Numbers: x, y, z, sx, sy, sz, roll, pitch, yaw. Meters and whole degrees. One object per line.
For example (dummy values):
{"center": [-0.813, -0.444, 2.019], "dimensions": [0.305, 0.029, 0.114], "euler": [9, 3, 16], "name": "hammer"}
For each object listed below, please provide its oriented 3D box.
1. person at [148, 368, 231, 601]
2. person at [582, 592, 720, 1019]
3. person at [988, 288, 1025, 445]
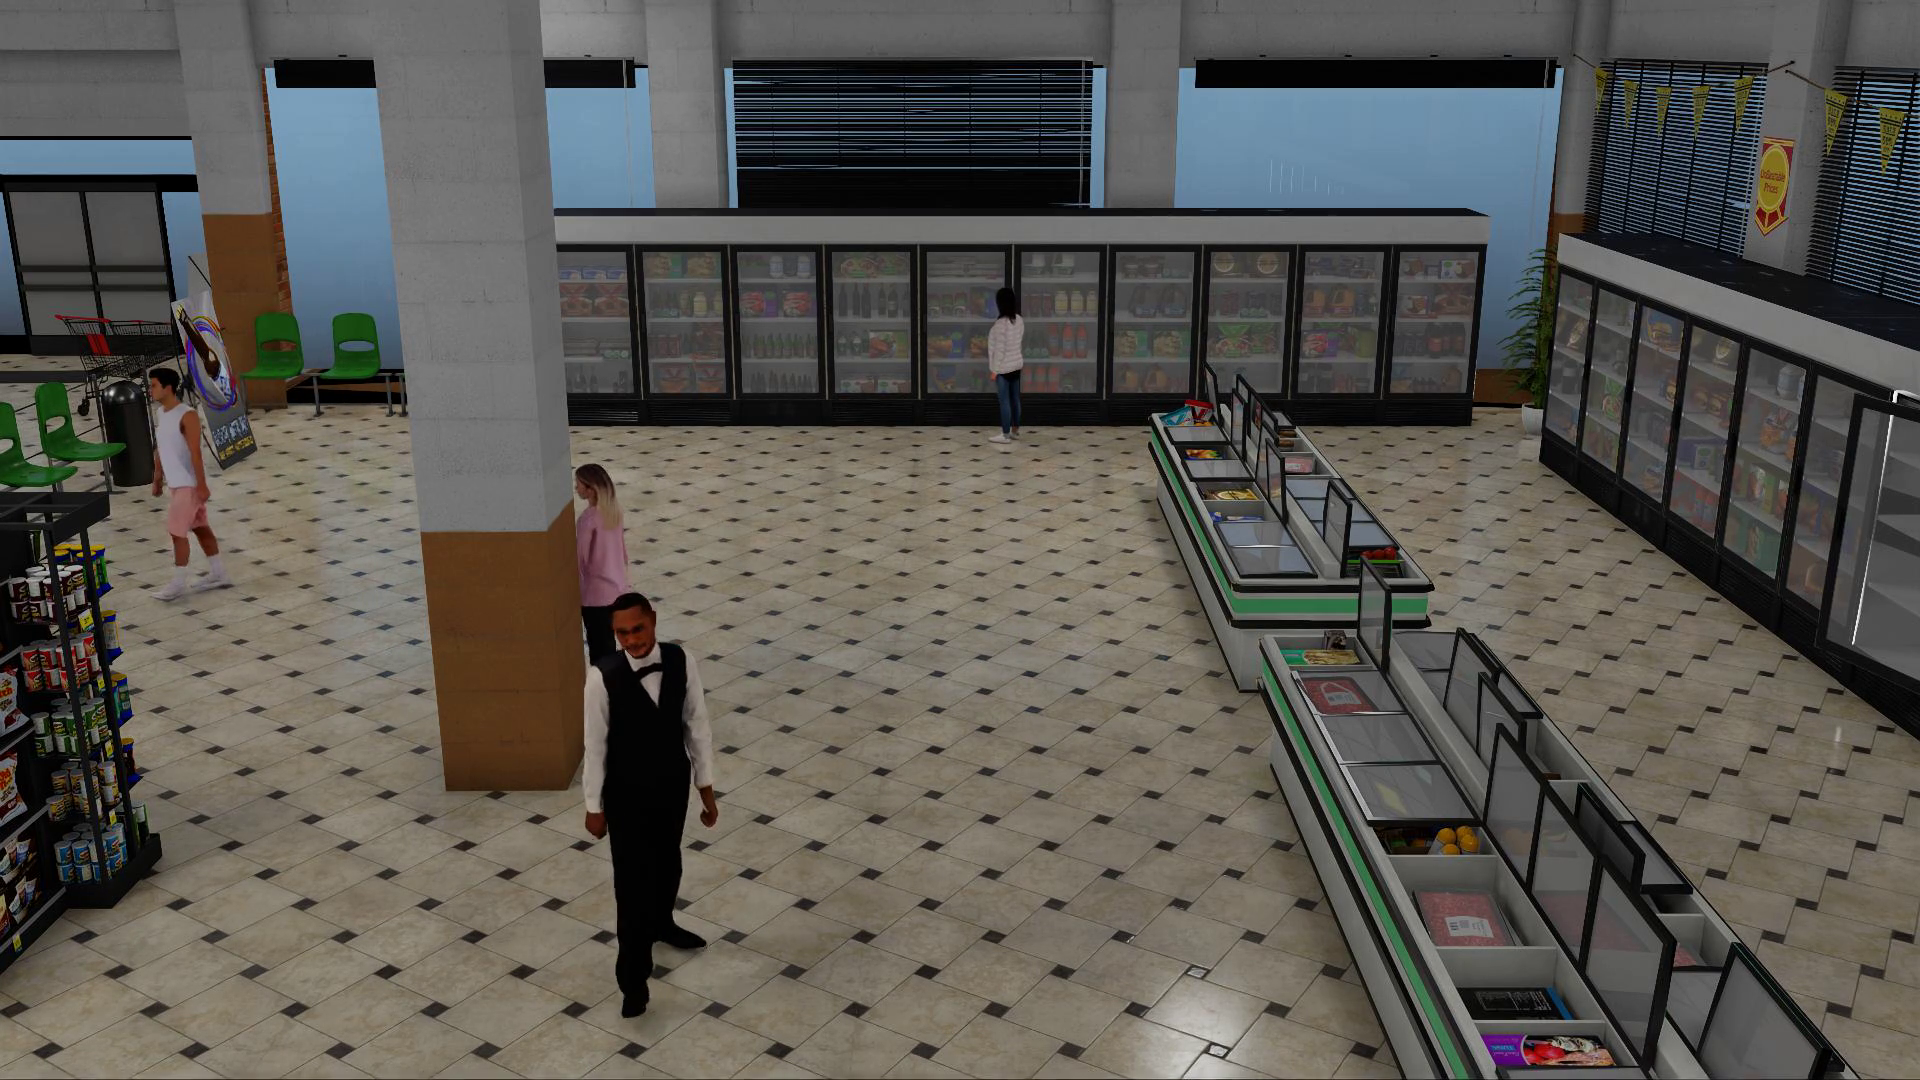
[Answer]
{"center": [-5.839, -0.451, 12.746], "dimensions": [0.962, 1.763, 1.024], "euler": [16, 23, 42], "name": "person"}
{"center": [-1.413, 1.091, 7.459], "dimensions": [1.099, 1.884, 1.181], "euler": [-16, 23, -42], "name": "person"}
{"center": [0.502, -1.842, 17.546], "dimensions": [0.764, 1.635, 0.669], "euler": [11, 20, 33], "name": "person"}
